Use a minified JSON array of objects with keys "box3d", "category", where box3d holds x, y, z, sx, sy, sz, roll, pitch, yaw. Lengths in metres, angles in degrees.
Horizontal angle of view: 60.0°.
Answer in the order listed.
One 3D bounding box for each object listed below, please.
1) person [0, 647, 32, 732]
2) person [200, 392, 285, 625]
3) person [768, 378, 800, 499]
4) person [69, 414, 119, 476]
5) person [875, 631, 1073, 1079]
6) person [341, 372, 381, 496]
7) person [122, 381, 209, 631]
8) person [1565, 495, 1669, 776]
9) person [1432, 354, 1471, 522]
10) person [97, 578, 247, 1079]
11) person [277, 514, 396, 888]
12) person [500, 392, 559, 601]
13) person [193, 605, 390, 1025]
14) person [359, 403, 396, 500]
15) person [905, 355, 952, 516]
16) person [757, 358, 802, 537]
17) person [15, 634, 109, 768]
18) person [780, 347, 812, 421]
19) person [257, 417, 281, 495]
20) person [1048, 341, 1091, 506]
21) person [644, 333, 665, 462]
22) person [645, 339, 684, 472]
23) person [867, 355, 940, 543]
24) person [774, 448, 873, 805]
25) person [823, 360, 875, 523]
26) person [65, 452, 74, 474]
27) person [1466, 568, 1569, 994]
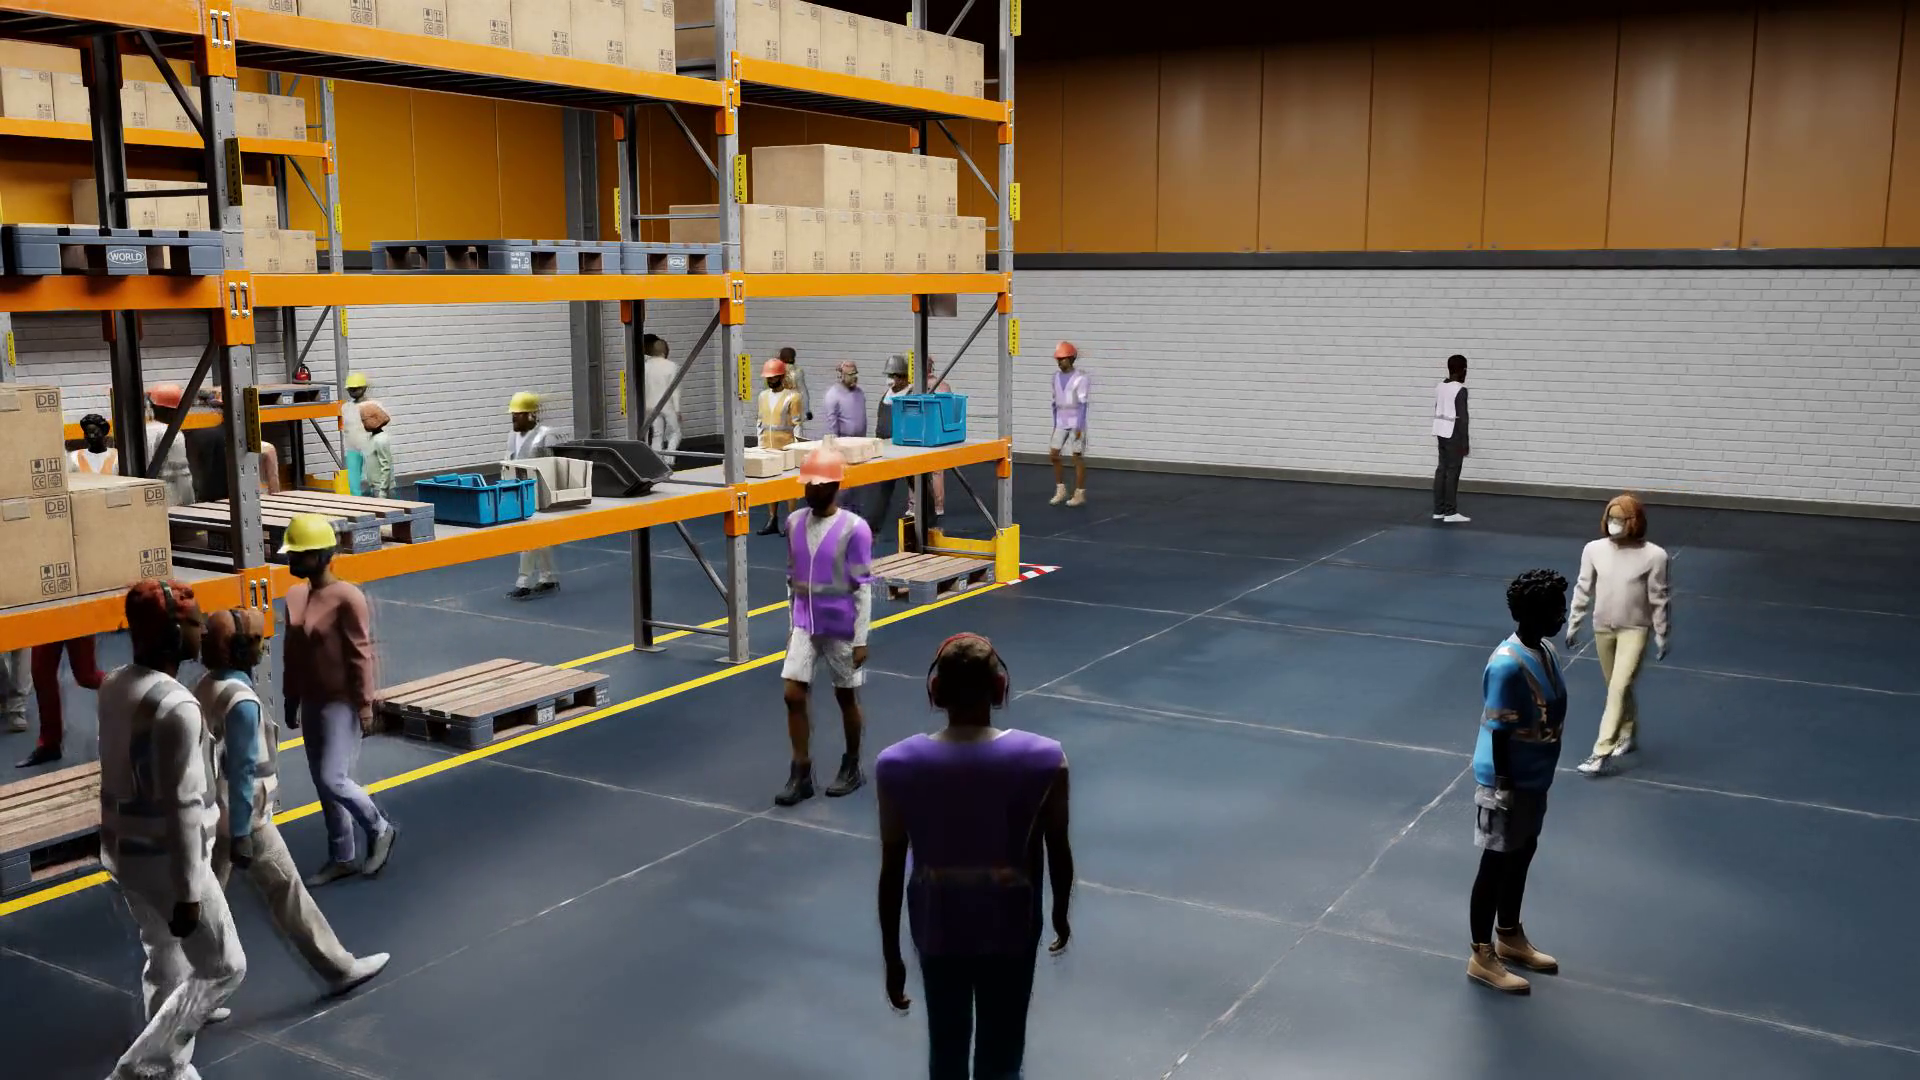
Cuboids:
[{"box3d":[-5.923,0.261,10.376,0.647,1.862,0.504,-5,10,-27],"category":"person"},{"box3d":[-5.729,-0.252,13.233,0.649,1.964,0.726,4,10,23],"category":"person"},{"box3d":[-2.333,-1.269,20.713,0.788,1.603,0.508,-4,10,-24],"category":"person"},{"box3d":[-7.068,-0.194,13.706,0.536,1.697,0.318,-3,10,-18],"category":"person"},{"box3d":[0.046,1.159,4.964,0.569,1.794,0.957,1,9,7],"category":"person"},{"box3d":[-6.676,-1.019,18.692,0.532,1.743,0.666,2,9,14],"category":"person"},{"box3d":[-6.468,-0.277,13.361,0.614,1.999,1.000,7,11,37],"category":"person"},{"box3d":[3.764,0.528,9.539,0.877,1.581,0.524,-8,12,-41],"category":"person"},{"box3d":[5.636,-1.167,19.088,0.379,1.917,0.594,-2,9,-13],"category":"person"},{"box3d":[-2.603,1.053,5.382,0.586,1.871,0.466,8,12,40],"category":"person"},{"box3d":[-2.909,0.747,7.644,0.541,1.754,0.374,6,11,32],"category":"person"},{"box3d":[-3.828,-0.375,14.480,0.629,1.801,0.778,7,12,38],"category":"person"},{"box3d":[-2.681,1.035,6.324,0.847,1.587,0.541,-8,12,-40],"category":"person"},{"box3d":[-5.440,-0.464,15.587,0.290,1.632,0.501,-5,10,-28],"category":"person"},{"box3d":[-0.415,-1.214,19.417,0.641,1.908,0.408,-2,9,-12],"category":"person"},{"box3d":[-1.971,-0.991,17.937,0.552,1.932,0.377,5,10,29],"category":"person"},{"box3d":[-5.179,0.421,9.741,0.528,1.746,0.736,5,10,27],"category":"person"},{"box3d":[-2.477,-1.847,23.704,0.630,1.808,0.917,7,12,39],"category":"person"},{"box3d":[-6.209,-0.303,14.605,0.575,1.622,0.385,-1,9,-5],"category":"person"},{"box3d":[1.307,-1.402,20.229,0.620,2.017,0.612,8,12,40],"category":"person"},{"box3d":[-4.595,-2.071,24.579,0.613,1.962,0.362,8,12,42],"category":"person"},{"box3d":[-4.142,-1.840,23.238,0.662,1.928,0.462,5,10,26],"category":"person"},{"box3d":[-0.628,-0.988,17.587,0.680,2.000,1.022,8,12,40],"category":"person"},{"box3d":[-0.747,0.470,8.857,0.568,1.914,0.754,5,10,27],"category":"person"},{"box3d":[-1.196,-1.041,18.401,0.480,1.882,0.672,7,11,36],"category":"person"},{"box3d":[-7.244,-0.123,13.032,0.480,1.774,0.625,2,9,11],"category":"person"},{"box3d":[2.228,0.942,6.633,0.320,1.694,0.534,7,12,38],"category":"person"}]
